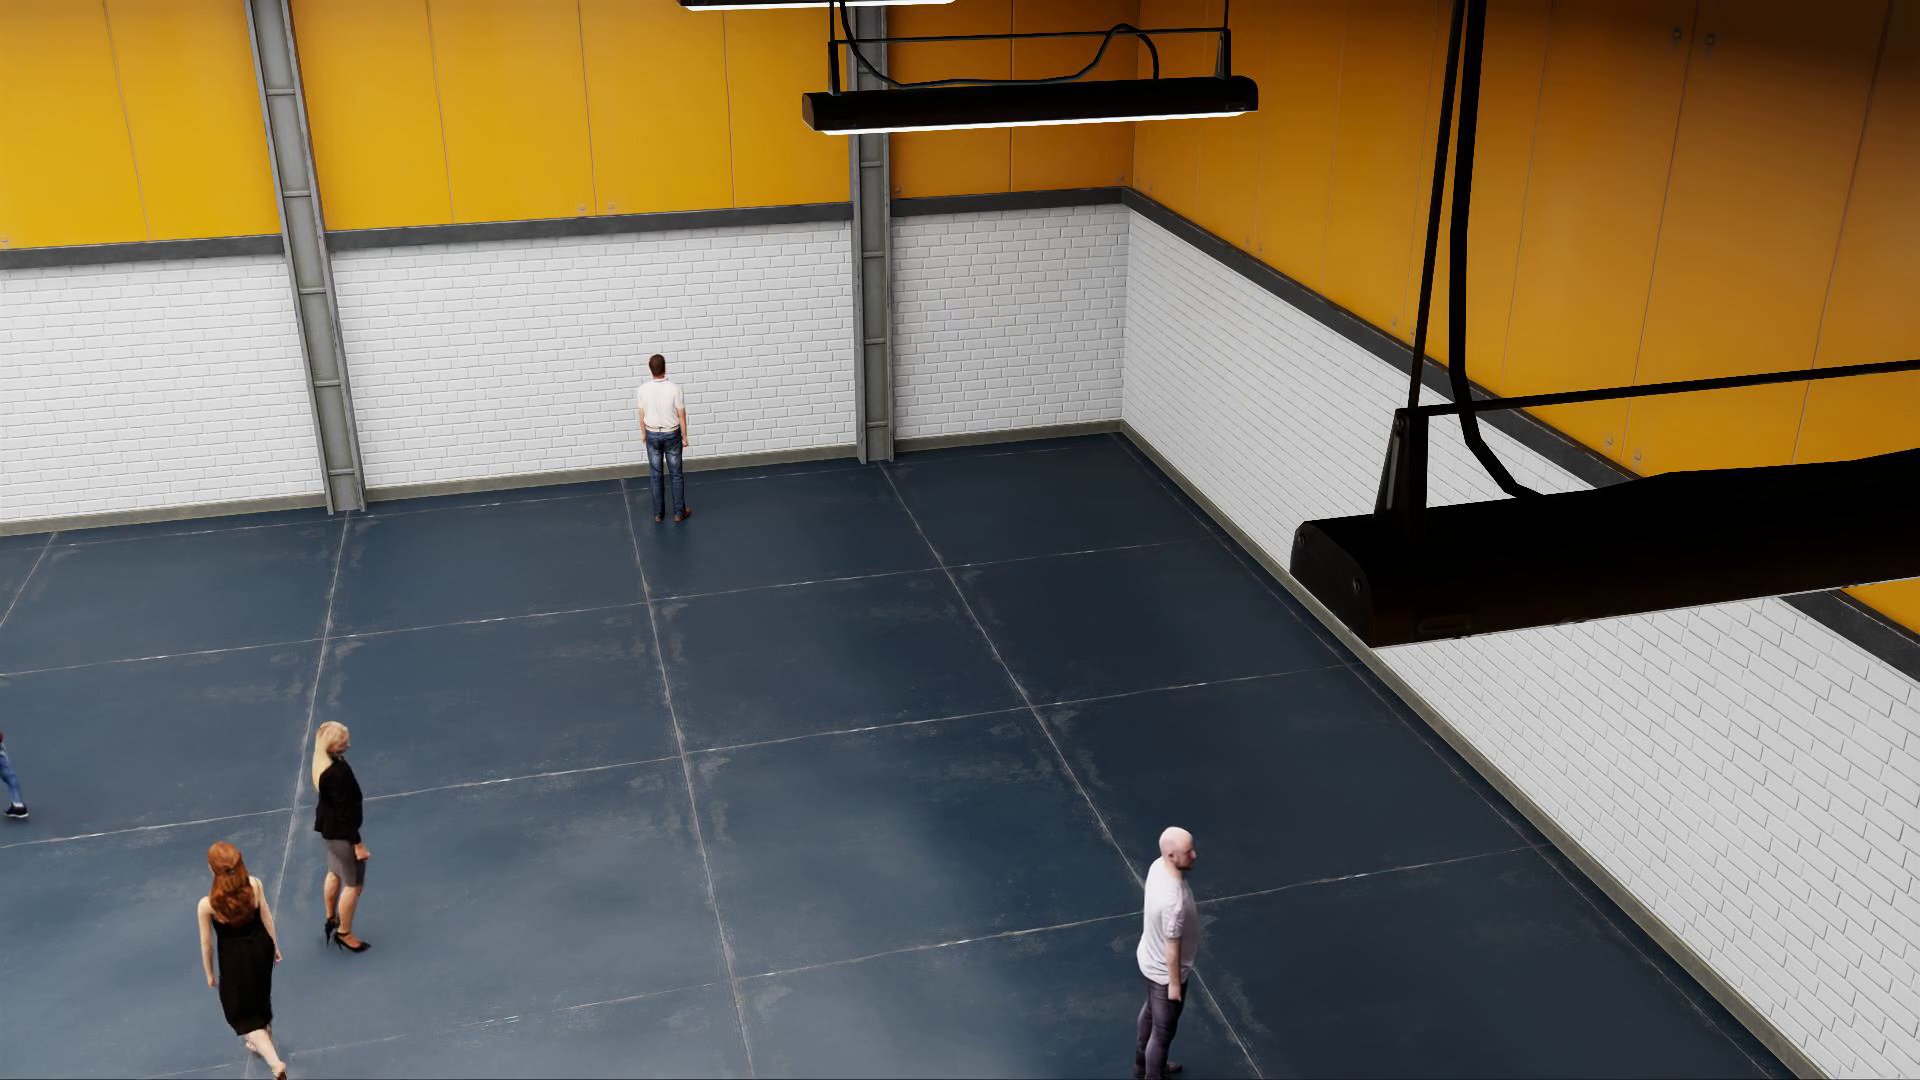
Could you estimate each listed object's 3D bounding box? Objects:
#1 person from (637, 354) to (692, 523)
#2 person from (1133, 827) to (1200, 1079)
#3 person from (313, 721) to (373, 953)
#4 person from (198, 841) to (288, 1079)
[{"bbox_3d":[-3.189,-1.096,17.862,0.614,1.856,0.781,1,24,1],"label":"person"},{"bbox_3d":[1.198,2.475,9.723,0.671,1.831,0.710,0,24,0],"label":"person"},{"bbox_3d":[-4.100,1.965,10.924,0.864,1.804,0.741,20,30,37],"label":"person"},{"bbox_3d":[-4.192,2.538,9.867,0.932,1.600,0.941,19,30,36],"label":"person"}]
